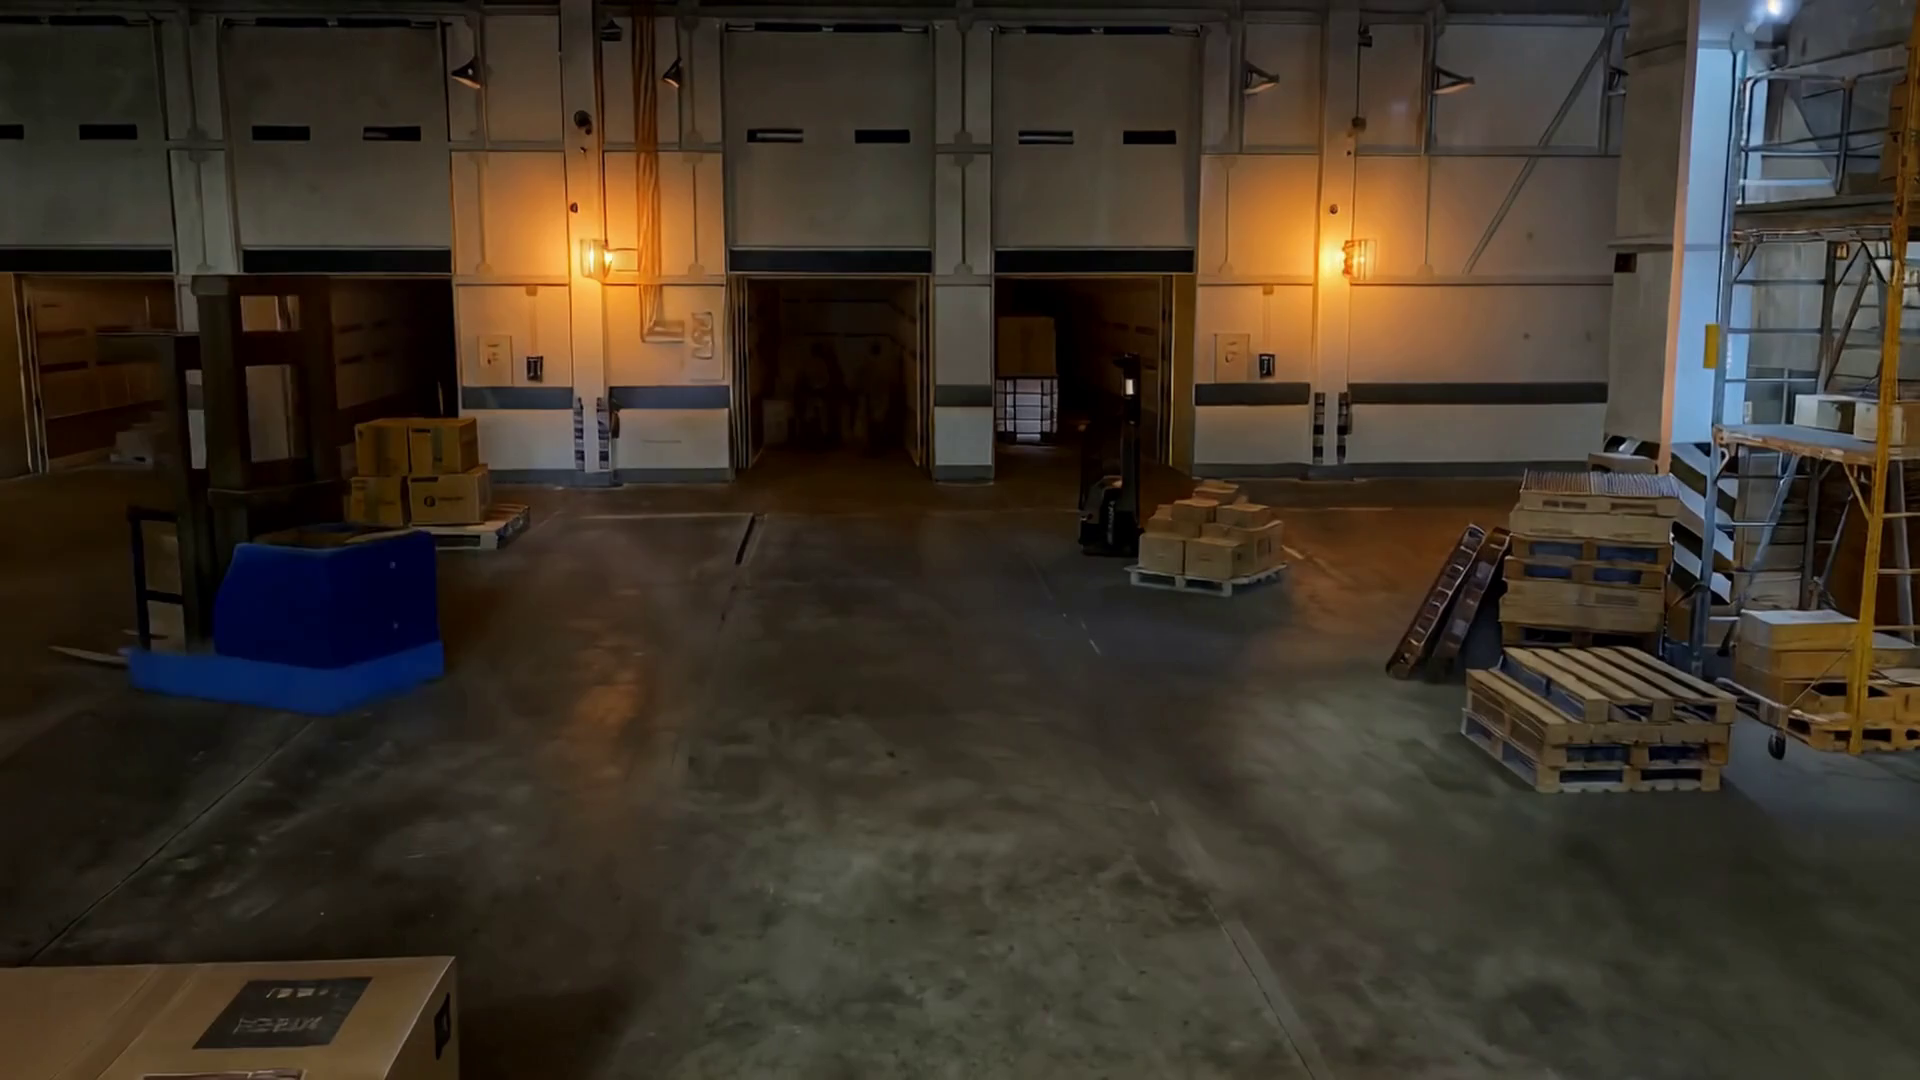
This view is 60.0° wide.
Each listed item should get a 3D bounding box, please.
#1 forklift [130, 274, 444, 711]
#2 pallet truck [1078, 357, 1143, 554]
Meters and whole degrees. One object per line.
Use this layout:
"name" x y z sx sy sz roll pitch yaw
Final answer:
"forklift" -4.589 -0.396 11.237 1.873 2.768 1.129 5 10 27
"pallet truck" 2.088 -0.836 16.757 1.885 1.965 0.823 2 9 13
